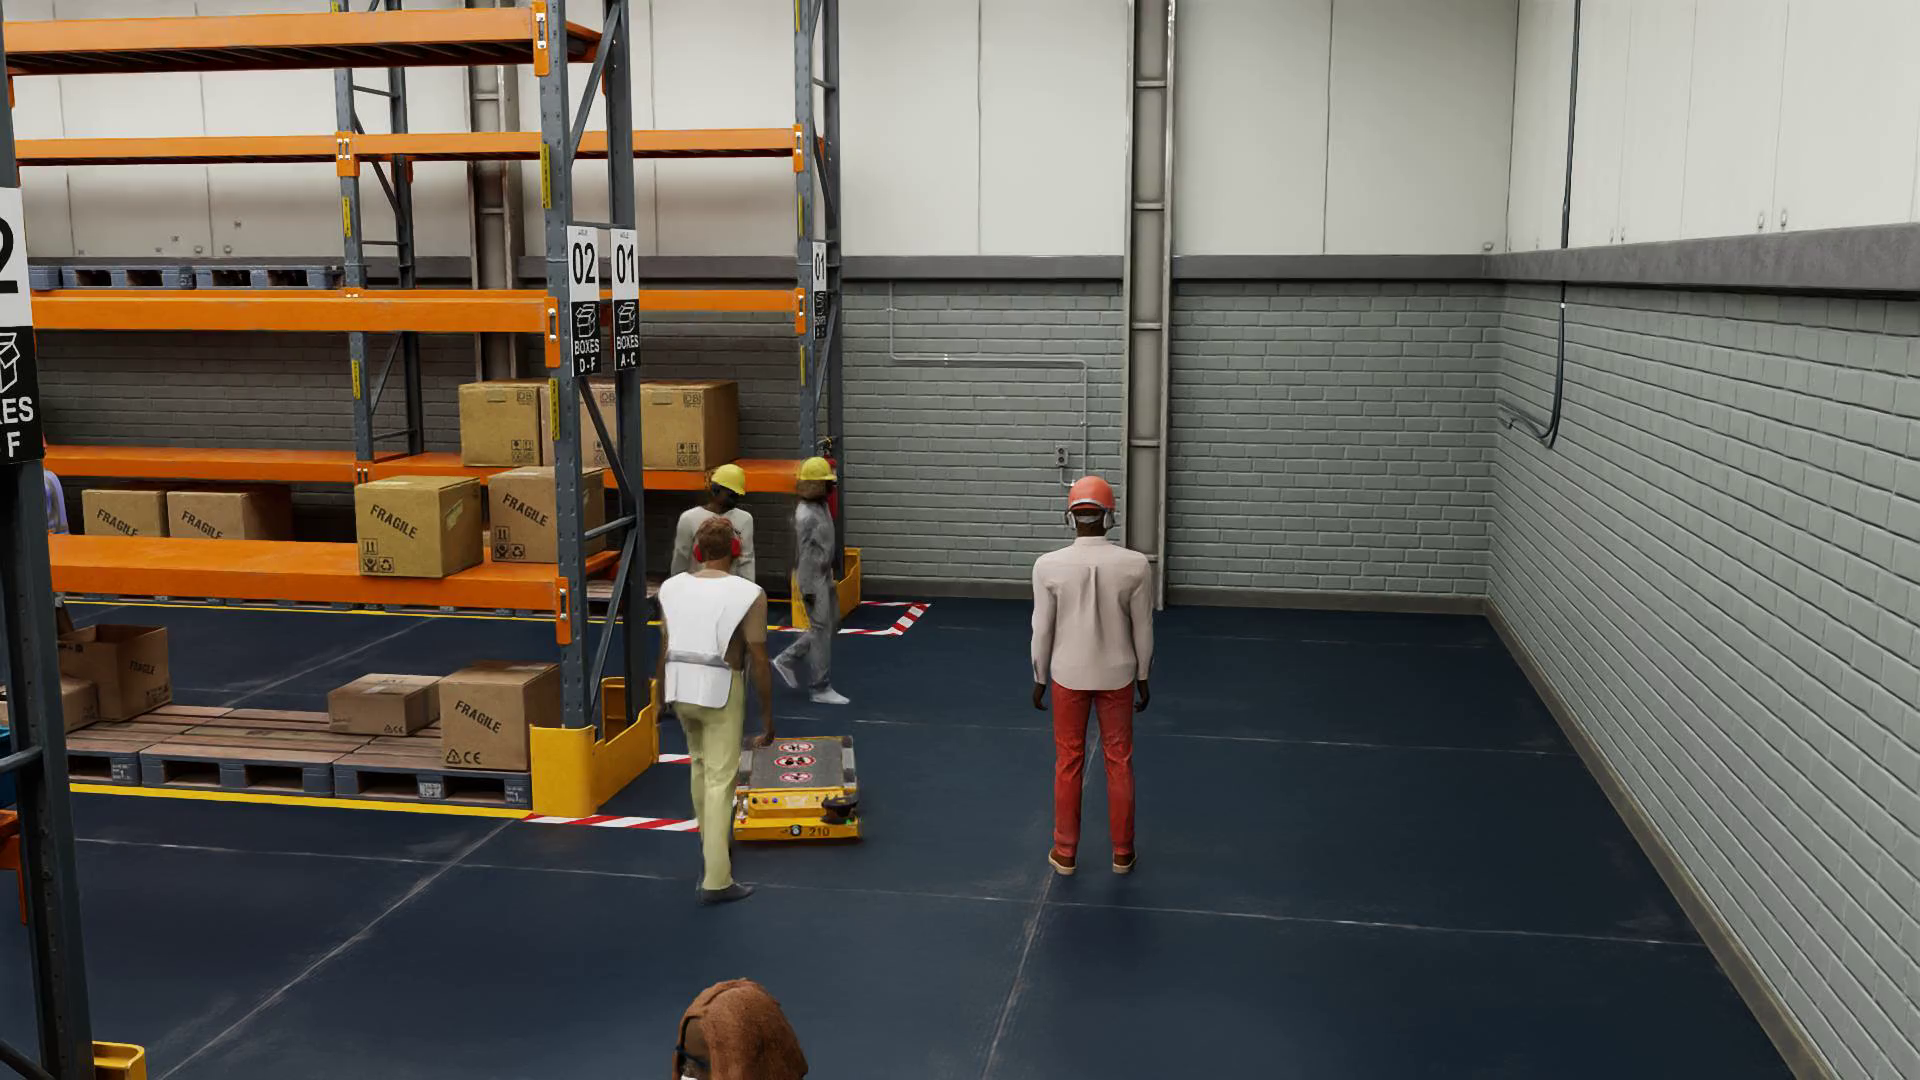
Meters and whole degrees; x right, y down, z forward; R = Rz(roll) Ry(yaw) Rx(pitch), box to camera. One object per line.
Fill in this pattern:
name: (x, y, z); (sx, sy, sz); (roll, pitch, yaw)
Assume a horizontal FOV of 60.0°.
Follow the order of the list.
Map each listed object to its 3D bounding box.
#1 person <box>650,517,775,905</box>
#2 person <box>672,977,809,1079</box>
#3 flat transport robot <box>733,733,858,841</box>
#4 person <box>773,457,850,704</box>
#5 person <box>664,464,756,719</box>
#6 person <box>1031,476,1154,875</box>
person: (-1.188, 0.797, 8.105); (0.682, 1.799, 0.825); (4, 10, 21)
person: (-0.427, 1.650, 3.306); (0.499, 1.634, 0.285); (8, 12, 42)
flat transport robot: (-0.914, 1.357, 9.339); (0.652, 0.197, 1.431); (-1, 9, -5)
person: (-1.031, 0.278, 11.522); (0.498, 1.725, 0.505); (2, 9, 11)
person: (-1.661, 0.345, 11.105); (0.611, 1.720, 0.420); (-4, 10, -24)
person: (0.654, 0.676, 8.259); (0.609, 1.985, 0.392); (0, 9, 0)
